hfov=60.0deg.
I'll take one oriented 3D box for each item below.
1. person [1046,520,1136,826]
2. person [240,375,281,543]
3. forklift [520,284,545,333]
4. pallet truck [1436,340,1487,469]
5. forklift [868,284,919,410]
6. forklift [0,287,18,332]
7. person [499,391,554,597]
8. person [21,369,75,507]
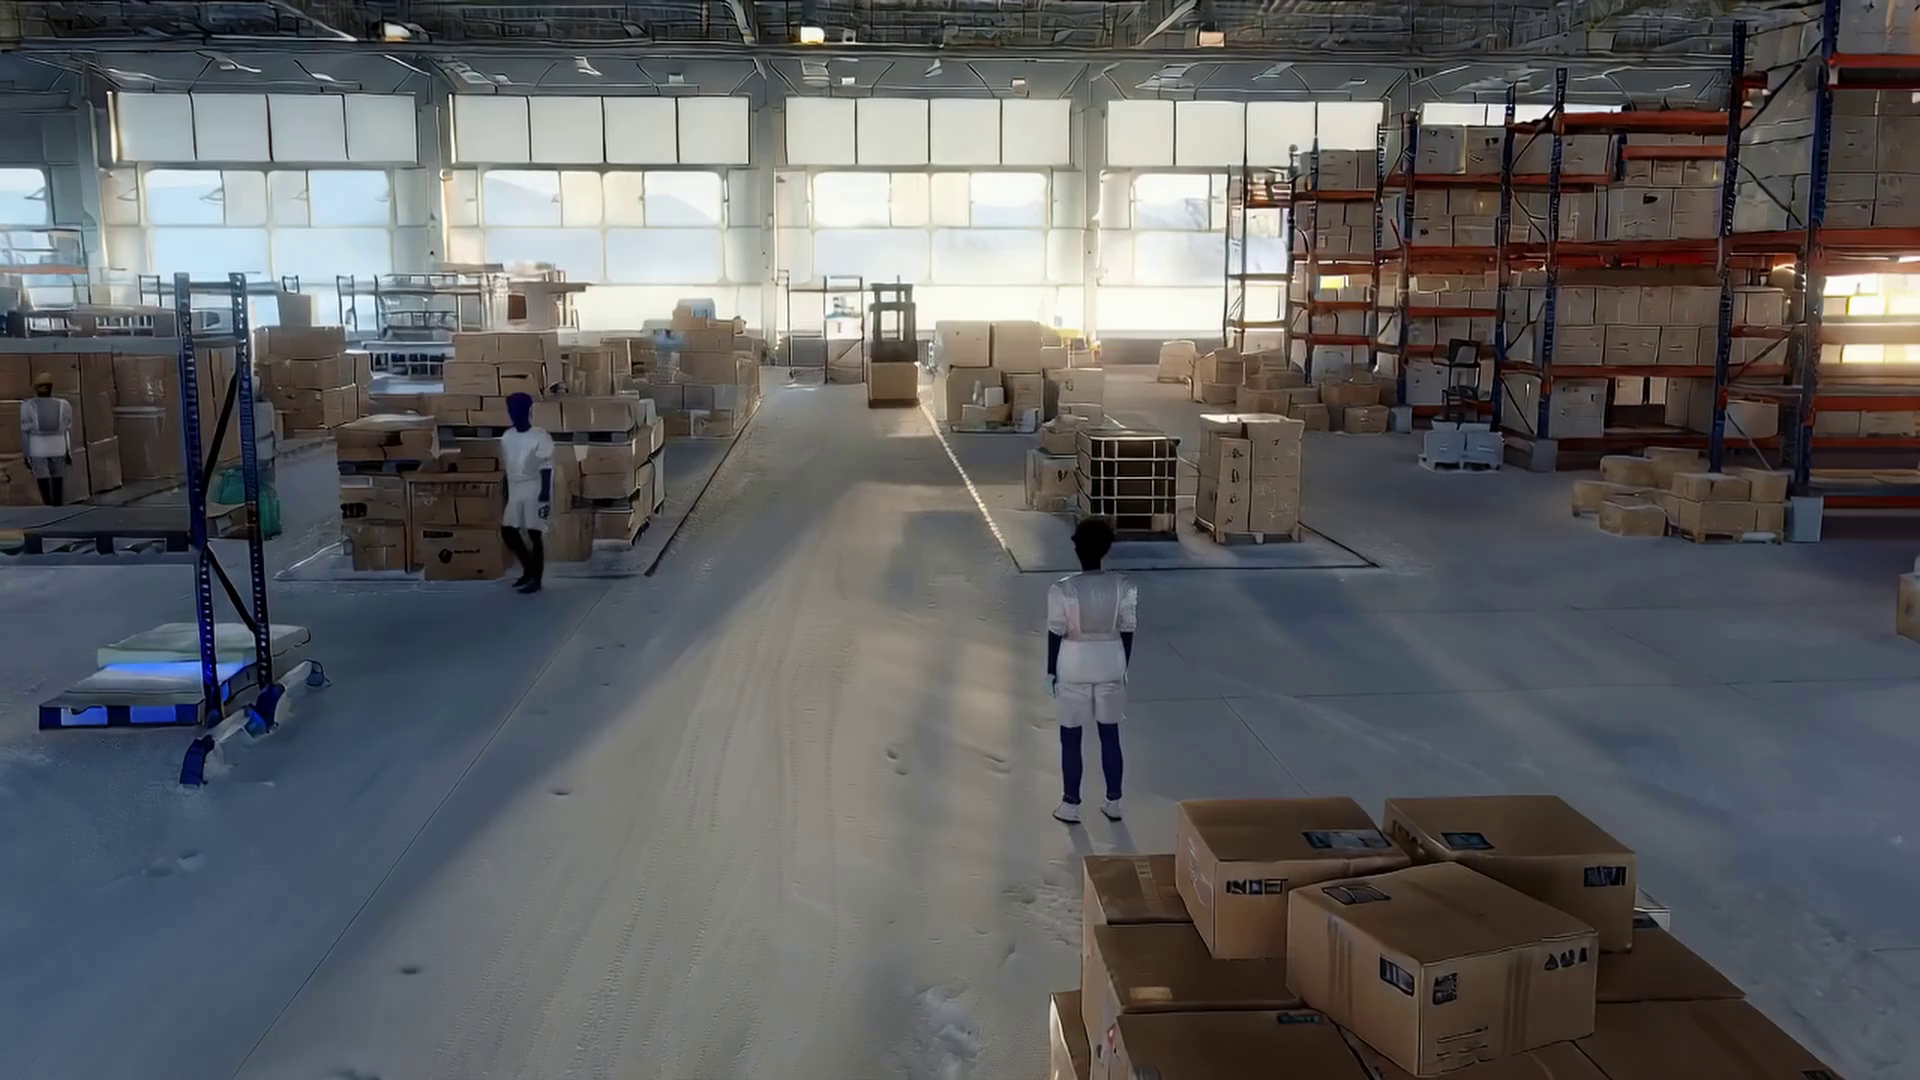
[{"bbox_3d":[0.721,0.735,9.159,0.535,1.688,0.318,-3,10,-19],"label":"person"},{"bbox_3d":[-7.915,-0.916,18.802,0.390,1.916,0.587,1,9,5],"label":"person"},{"bbox_3d":[-9.320,-4.225,36.561,1.873,2.768,1.129,-1,9,-4],"label":"forklift"},{"bbox_3d":[8.004,-2.170,26.422,0.823,1.965,1.885,2,9,14],"label":"pallet truck"},{"bbox_3d":[-1.516,-4.371,37.476,1.129,2.768,1.873,-1,9,-4],"label":"forklift"},{"bbox_3d":[-16.258,-2.887,28.158,1.873,2.768,1.129,-1,9,-4],"label":"forklift"},{"bbox_3d":[-4.089,-0.426,15.649,0.606,1.945,0.410,4,10,25],"label":"person"},{"bbox_3d":[-10.802,-1.068,19.734,0.563,1.924,0.602,-6,11,-35],"label":"person"}]
